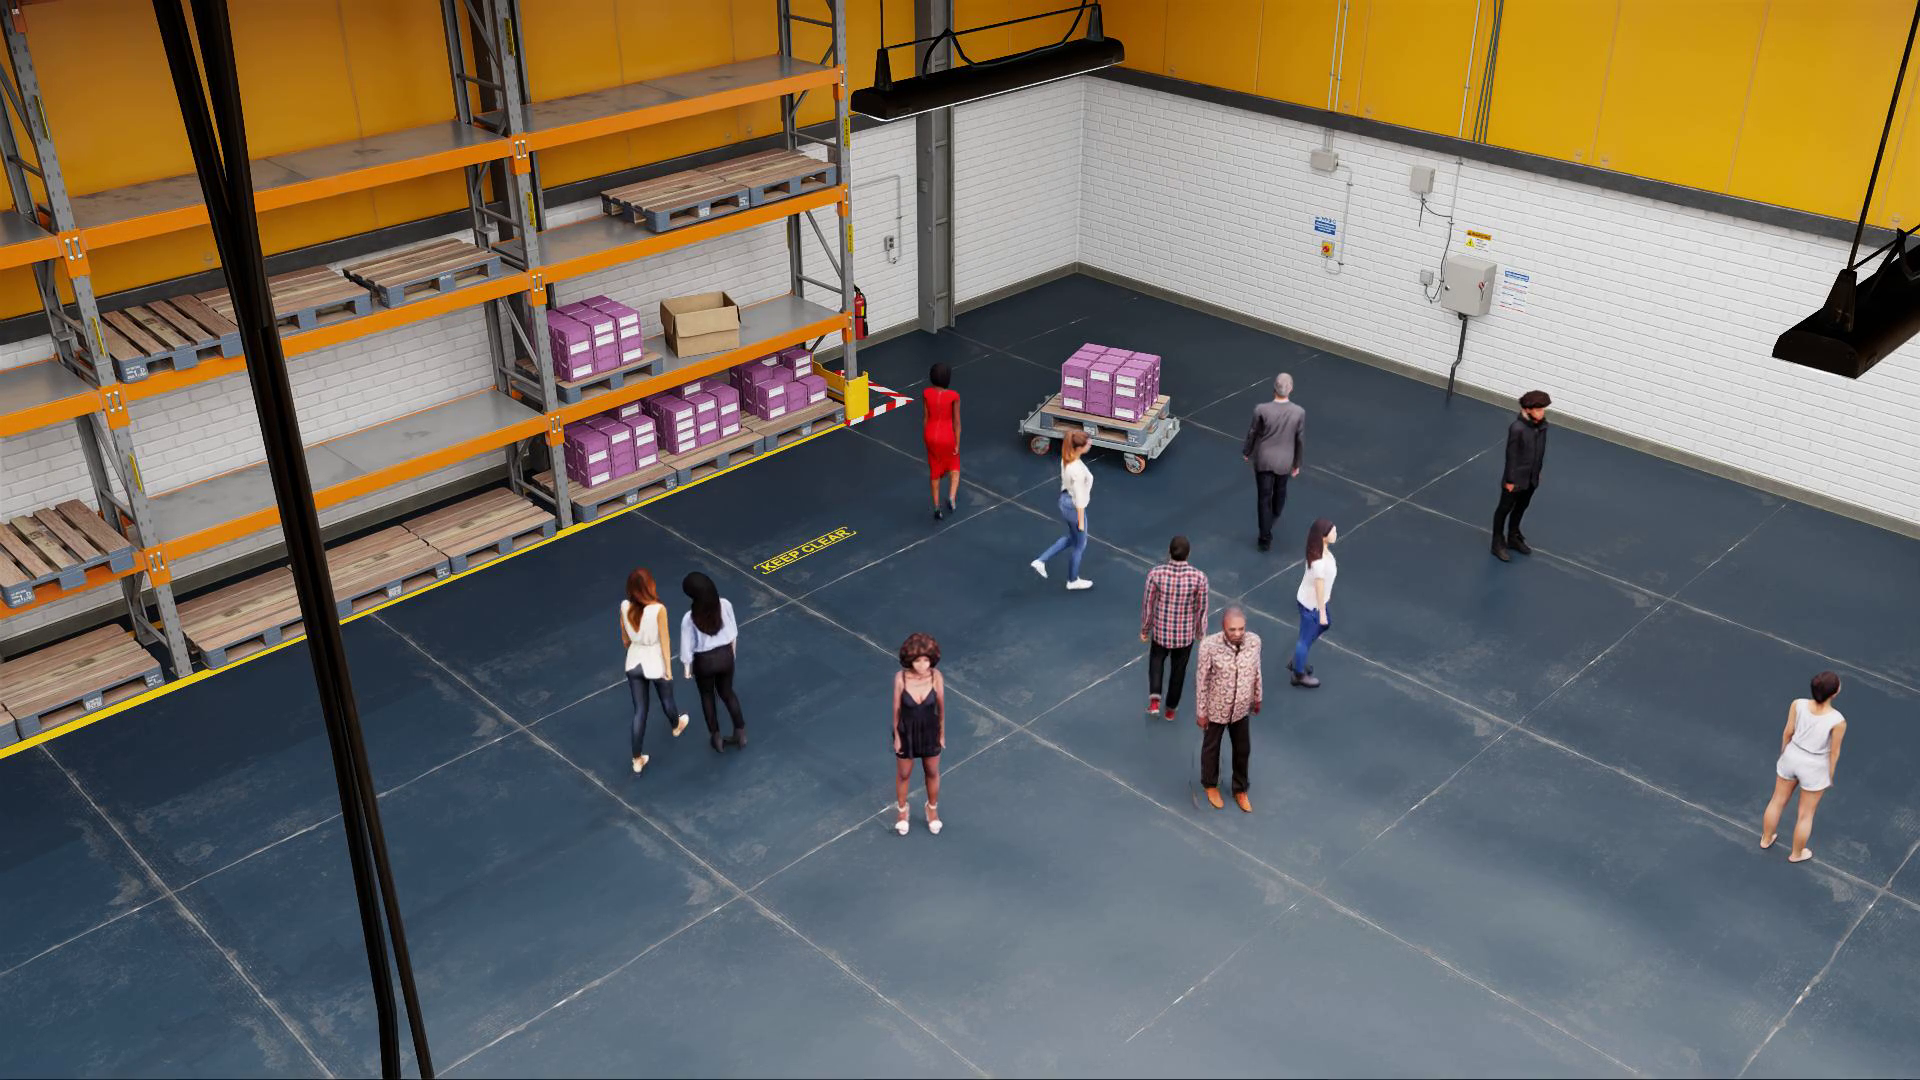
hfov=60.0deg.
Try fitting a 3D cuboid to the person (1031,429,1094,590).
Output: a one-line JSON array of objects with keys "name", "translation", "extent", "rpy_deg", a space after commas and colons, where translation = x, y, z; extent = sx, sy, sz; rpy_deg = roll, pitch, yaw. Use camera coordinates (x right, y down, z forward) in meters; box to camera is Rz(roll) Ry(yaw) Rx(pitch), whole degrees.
[{"name": "person", "translation": [0.996, -0.257, 15.780], "extent": [0.955, 1.710, 0.855], "rpy_deg": [-6, 29, -11]}]

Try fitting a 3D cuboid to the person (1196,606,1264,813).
[{"name": "person", "translation": [2.056, 1.245, 12.931], "extent": [0.818, 1.801, 0.913], "rpy_deg": [-8, 30, -14]}]

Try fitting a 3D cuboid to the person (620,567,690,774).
[{"name": "person", "translation": [-2.541, 1.067, 13.316], "extent": [0.960, 1.745, 1.144], "rpy_deg": [7, 29, 13]}]

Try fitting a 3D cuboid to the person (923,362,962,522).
[{"name": "person", "translation": [-0.218, -0.978, 17.076], "extent": [0.723, 1.733, 0.778], "rpy_deg": [6, 29, 11]}]

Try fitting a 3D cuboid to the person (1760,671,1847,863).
[{"name": "person", "translation": [6.279, 1.672, 12.358], "extent": [0.573, 1.600, 0.584], "rpy_deg": [-21, 35, -34]}]

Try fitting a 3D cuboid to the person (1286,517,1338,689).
[{"name": "person", "translation": [2.949, 0.552, 14.334], "extent": [0.786, 1.674, 0.709], "rpy_deg": [3, 29, 5]}]

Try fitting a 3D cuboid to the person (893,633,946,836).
[{"name": "person", "translation": [-0.315, 1.470, 12.535], "extent": [0.636, 1.785, 0.708], "rpy_deg": [-3, 29, -6]}]

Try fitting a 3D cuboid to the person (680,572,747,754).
[{"name": "person", "translation": [-1.984, 1.040, 13.390], "extent": [0.546, 1.722, 0.771], "rpy_deg": [-13, 31, -22]}]

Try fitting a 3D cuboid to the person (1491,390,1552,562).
[{"name": "person", "translation": [5.556, -0.672, 16.472], "extent": [0.613, 1.777, 0.750], "rpy_deg": [-14, 32, -25]}]

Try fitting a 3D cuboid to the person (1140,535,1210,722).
[{"name": "person", "translation": [1.774, 0.778, 13.836], "extent": [0.822, 1.753, 0.842], "rpy_deg": [5, 29, 9]}]

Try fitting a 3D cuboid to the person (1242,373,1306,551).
[{"name": "person", "translation": [3.139, -0.751, 16.585], "extent": [1.150, 1.806, 1.213], "rpy_deg": [0, 29, 0]}]
